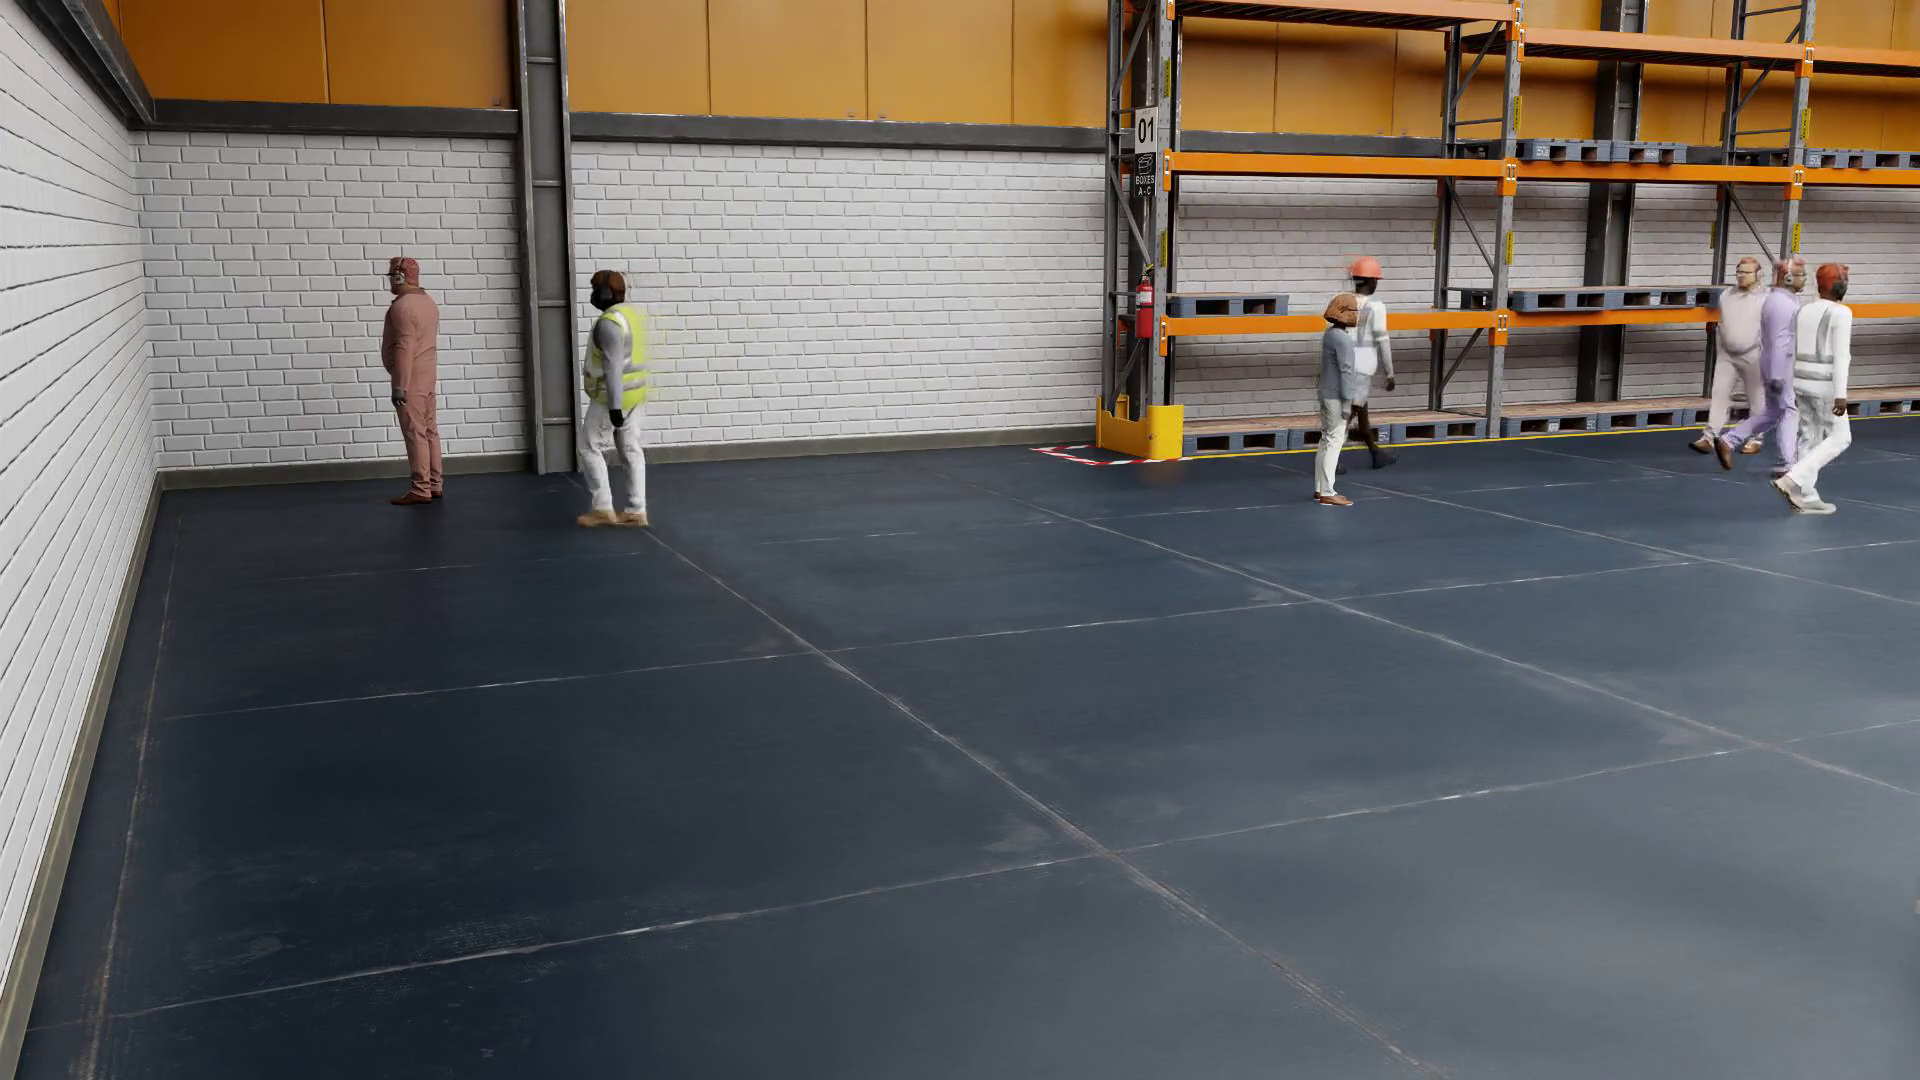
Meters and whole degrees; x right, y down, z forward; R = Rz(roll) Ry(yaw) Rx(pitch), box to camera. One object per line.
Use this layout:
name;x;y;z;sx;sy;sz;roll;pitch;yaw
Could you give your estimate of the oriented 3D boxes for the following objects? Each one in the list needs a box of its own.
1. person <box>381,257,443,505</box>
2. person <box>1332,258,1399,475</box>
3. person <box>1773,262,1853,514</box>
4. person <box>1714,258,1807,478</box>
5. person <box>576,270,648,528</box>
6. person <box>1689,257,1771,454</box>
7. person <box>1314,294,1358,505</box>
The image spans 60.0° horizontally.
person;-4.255;-1.227;12.872;0.405;1.906;0.652;0;10;2
person;3.515;-1.510;14.522;1.011;1.880;0.569;-6;12;-30
person;6.317;-1.103;12.269;0.472;1.870;0.612;-1;10;-7
person;6.951;-1.459;14.228;0.749;1.886;0.650;4;11;23
person;-2.517;-0.989;11.776;0.635;1.818;0.645;1;10;8
person;7.347;-1.719;15.699;0.964;1.865;0.665;-7;12;-35
person;2.912;-1.080;12.839;0.280;1.624;0.493;-1;10;-5
